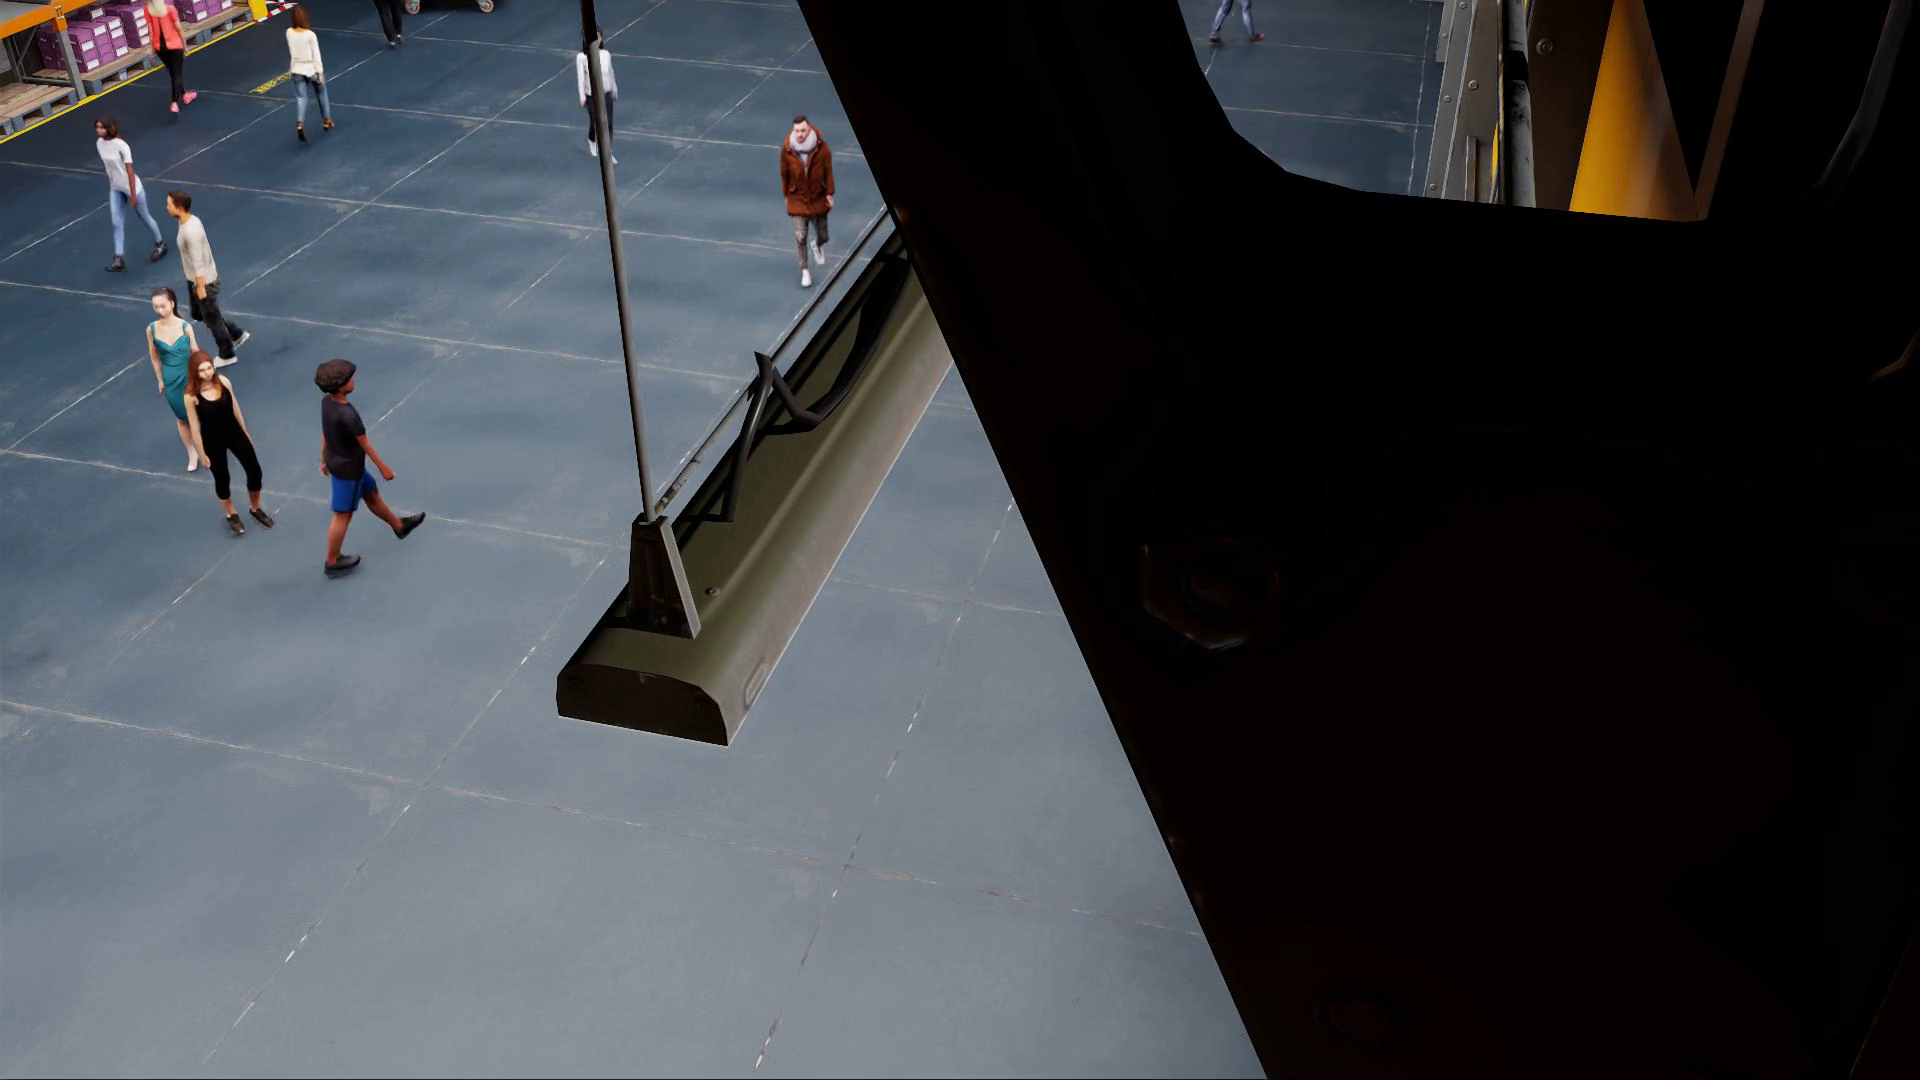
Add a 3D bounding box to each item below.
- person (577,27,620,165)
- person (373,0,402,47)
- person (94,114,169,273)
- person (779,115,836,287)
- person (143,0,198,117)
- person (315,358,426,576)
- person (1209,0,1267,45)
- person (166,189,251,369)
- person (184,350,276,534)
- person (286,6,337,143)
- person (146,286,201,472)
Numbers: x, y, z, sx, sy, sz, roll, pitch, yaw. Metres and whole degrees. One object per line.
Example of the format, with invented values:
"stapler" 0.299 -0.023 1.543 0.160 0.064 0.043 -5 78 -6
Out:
"person" -4.484 -5.494 20.484 0.816 1.695 0.877 -22 40 -30
"person" -8.451 -8.050 24.449 1.025 1.562 1.112 -14 36 -20
"person" -8.902 -3.767 17.895 0.634 1.684 1.084 11 35 15
"person" -1.603 -3.611 17.535 0.869 1.823 0.960 -4 34 -6
"person" -10.451 -6.417 21.907 0.797 1.658 1.221 0 34 0
"person" -4.859 -0.530 12.978 1.239 1.736 1.075 -25 41 -32
"person" 3.973 -8.136 24.356 1.144 1.810 1.142 -13 36 -19
"person" -7.136 -2.502 15.887 0.878 1.800 0.818 -18 38 -26
"person" -5.960 -0.810 13.430 0.805 1.703 0.747 28 43 35
"person" -8.336 -5.888 21.122 0.690 1.645 1.079 4 34 6
"person" -6.667 -1.369 14.282 0.611 1.690 0.618 -7 34 -10
